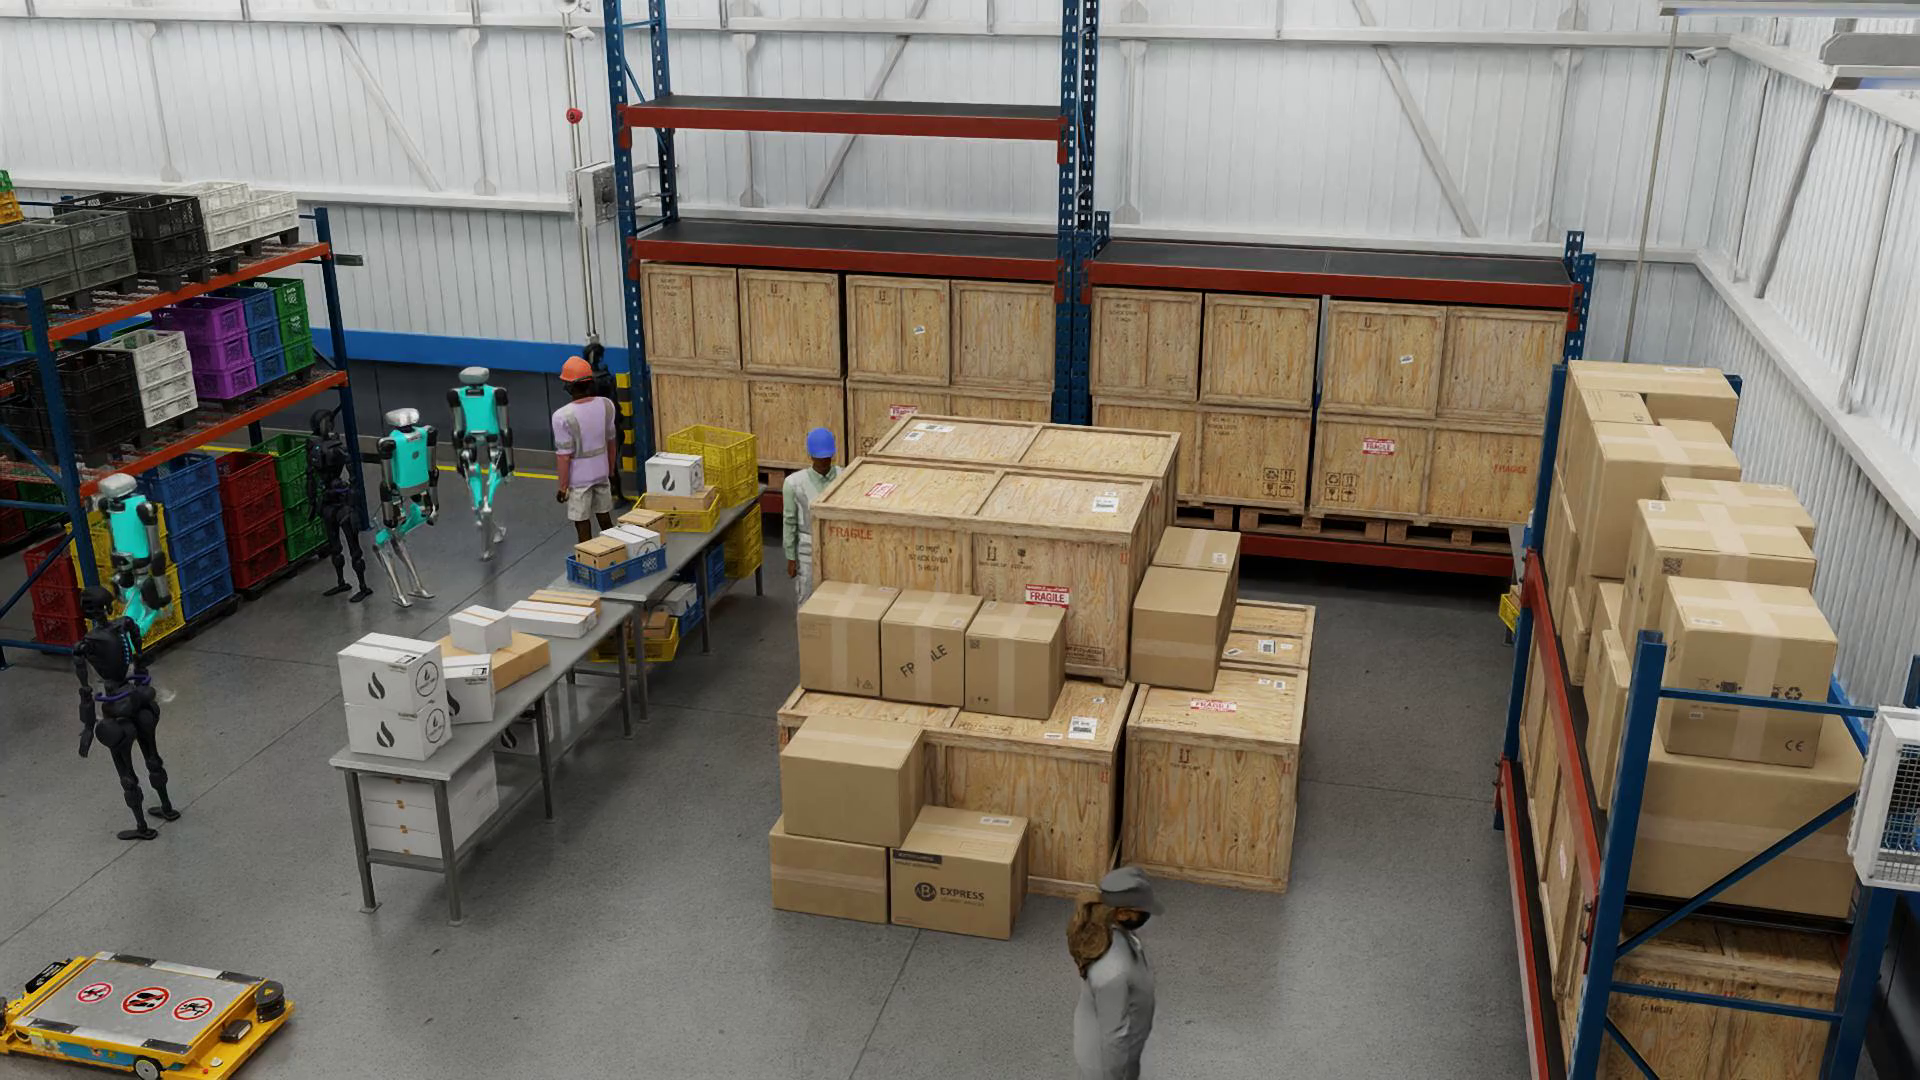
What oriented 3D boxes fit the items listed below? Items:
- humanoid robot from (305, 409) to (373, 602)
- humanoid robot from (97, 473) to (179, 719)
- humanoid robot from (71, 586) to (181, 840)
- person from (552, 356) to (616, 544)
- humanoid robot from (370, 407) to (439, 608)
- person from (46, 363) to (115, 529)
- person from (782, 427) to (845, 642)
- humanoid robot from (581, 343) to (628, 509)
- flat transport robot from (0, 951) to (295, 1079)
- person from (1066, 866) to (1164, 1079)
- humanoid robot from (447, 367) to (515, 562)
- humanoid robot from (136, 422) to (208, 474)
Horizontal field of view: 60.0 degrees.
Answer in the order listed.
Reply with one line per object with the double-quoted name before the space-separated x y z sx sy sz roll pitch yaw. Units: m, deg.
"humanoid robot" -5.181 -0.294 13.824 0.599 1.655 0.315 12 24 28
"humanoid robot" -6.028 0.490 11.811 0.566 1.828 0.810 10 23 25
"humanoid robot" -5.189 1.059 10.281 0.315 1.657 0.599 6 22 14
"person" -3.151 -0.542 13.983 0.374 2.043 0.606 16 26 36
"humanoid robot" -4.617 -0.297 13.636 0.740 1.698 0.532 15 25 34
"person" -7.590 -0.646 14.474 0.586 1.882 0.343 7 22 17
"person" -1.027 0.086 12.467 0.612 1.950 0.376 -8 22 -21
"humanoid robot" -3.399 -1.100 15.969 0.618 1.641 0.396 18 27 38
"flat transport robot" -4.270 2.464 8.601 1.431 0.231 0.659 5 22 13
"person" 0.652 2.192 7.215 0.407 1.761 0.565 1 21 2
"humanoid robot" -4.227 -0.596 14.596 0.545 1.746 1.041 0 21 1
"humanoid robot" -7.233 -0.872 15.277 0.544 1.766 0.757 5 21 12
